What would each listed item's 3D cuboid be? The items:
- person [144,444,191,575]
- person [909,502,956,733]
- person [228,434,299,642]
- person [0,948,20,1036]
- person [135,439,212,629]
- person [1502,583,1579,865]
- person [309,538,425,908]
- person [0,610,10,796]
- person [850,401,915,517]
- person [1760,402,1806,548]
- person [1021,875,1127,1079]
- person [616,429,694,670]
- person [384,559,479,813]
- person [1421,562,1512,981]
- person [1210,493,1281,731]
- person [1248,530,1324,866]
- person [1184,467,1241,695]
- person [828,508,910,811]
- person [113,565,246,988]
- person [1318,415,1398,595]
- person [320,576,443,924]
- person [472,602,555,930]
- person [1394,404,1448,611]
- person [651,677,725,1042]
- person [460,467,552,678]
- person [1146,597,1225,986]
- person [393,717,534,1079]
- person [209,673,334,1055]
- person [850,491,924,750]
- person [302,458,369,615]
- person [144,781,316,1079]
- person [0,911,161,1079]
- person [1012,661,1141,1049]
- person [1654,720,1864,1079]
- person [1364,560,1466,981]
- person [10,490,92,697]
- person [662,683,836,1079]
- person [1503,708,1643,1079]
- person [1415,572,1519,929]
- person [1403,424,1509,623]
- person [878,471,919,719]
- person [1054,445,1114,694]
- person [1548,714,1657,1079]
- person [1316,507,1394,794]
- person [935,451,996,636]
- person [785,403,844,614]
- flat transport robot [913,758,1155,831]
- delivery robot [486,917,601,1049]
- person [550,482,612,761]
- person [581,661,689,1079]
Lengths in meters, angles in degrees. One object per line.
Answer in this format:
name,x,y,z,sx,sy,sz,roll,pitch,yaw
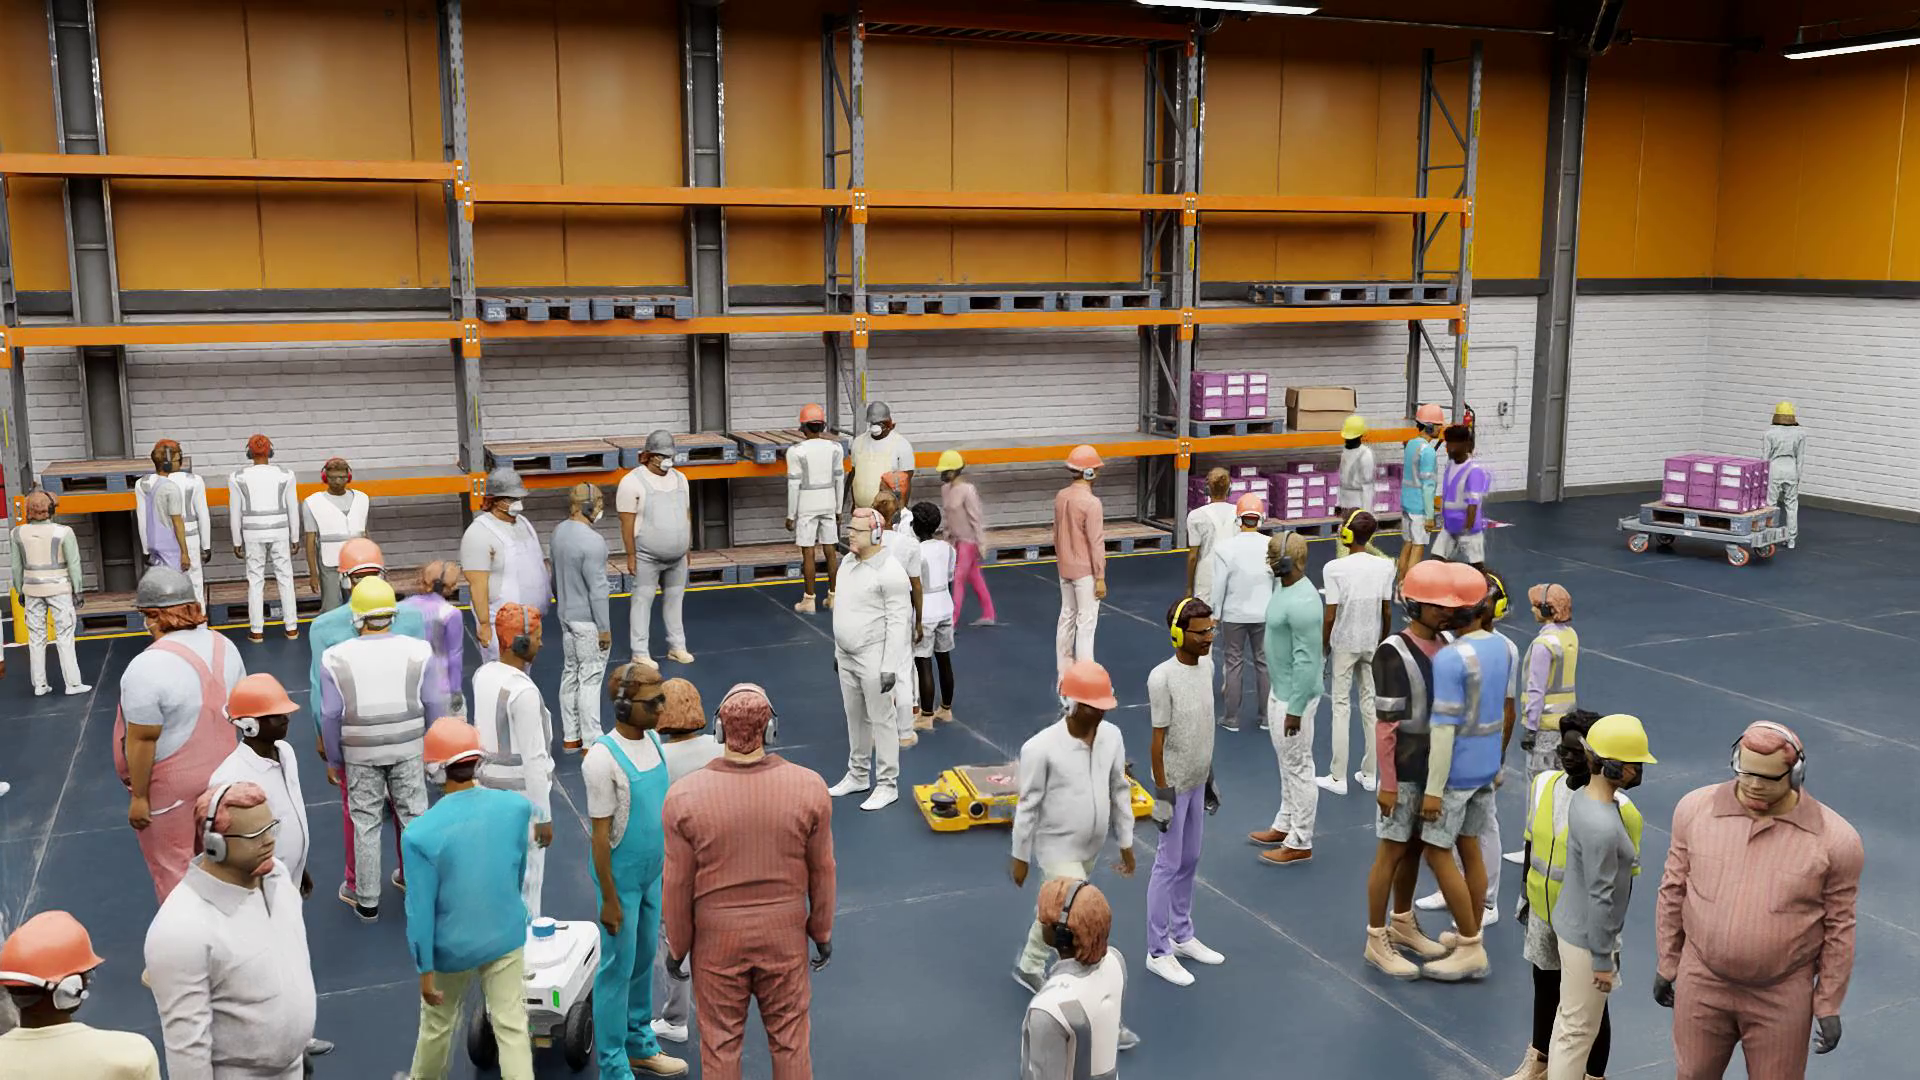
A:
person,-6.882,0.085,14.485,0.517,1.843,0.326,7,12,36
person,-0.233,0.562,12.161,0.322,1.697,0.534,8,13,38
person,-6.252,-0.015,14.991,0.573,1.876,0.355,-5,11,-24
person,-4.046,1.589,6.570,0.515,1.580,0.903,-1,10,-3
person,-6.861,0.052,14.562,0.574,1.886,0.356,-3,10,-19
person,3.368,1.053,9.532,0.317,1.631,0.524,8,12,38
person,-3.168,0.974,8.954,0.613,1.987,0.406,-7,12,-33
person,-6.380,0.738,10.514,0.596,1.916,0.373,-4,11,-22
person,-0.823,-0.400,16.719,0.683,2.000,0.537,5,11,25
person,9.741,-0.771,19.749,0.483,1.735,0.342,1,10,6
person,0.346,1.817,5.089,0.308,1.645,0.514,5,11,28
person,-2.517,0.068,14.021,0.681,2.000,0.535,-9,13,-42
person,-3.358,0.906,10.483,0.539,1.598,0.814,6,11,29
person,2.418,1.112,8.043,0.461,2.033,0.667,9,13,43
person,2.103,0.525,12.215,0.572,1.749,0.343,-1,10,-8
person,1.891,0.900,9.532,0.377,1.937,0.629,0,10,3
person,1.996,0.349,12.965,0.506,1.846,0.345,-2,10,-11
person,-0.604,0.740,10.525,0.410,1.913,0.643,-8,13,-39
person,-3.785,1.109,8.026,0.535,2.000,0.686,3,10,15
person,4.092,-0.353,16.913,0.777,1.873,0.646,0,10,-2
person,-3.019,1.092,8.716,0.601,1.832,0.404,-4,11,-22
person,-2.078,1.220,7.822,0.339,1.885,0.584,-8,13,-38
person,4.533,-0.319,16.294,0.417,2.034,0.604,-1,10,-4
person,-1.235,1.416,7.427,0.278,1.633,0.507,10,14,44
person,-3.098,0.496,11.555,0.537,2.000,0.689,3,10,17
person,1.098,1.191,8.046,0.328,1.872,0.514,7,12,37
person,-1.963,1.528,6.549,0.573,1.709,0.871,-9,13,-41
person,-2.911,1.422,7.035,0.318,1.756,0.562,0,10,1
person,-0.513,0.569,11.697,0.513,1.845,0.336,1,10,3
person,-5.081,0.236,13.632,0.380,1.837,0.570,8,13,38
person,-2.200,1.670,5.178,0.399,1.908,0.643,1,10,6
person,-2.427,1.862,4.529,0.564,1.745,0.344,-3,10,-15
person,0.533,1.366,7.539,0.567,1.691,0.920,-8,13,-40
person,2.761,1.558,5.842,0.639,1.902,0.407,7,12,35
person,2.234,1.098,8.080,0.395,2.042,0.611,10,14,44
person,-7.177,0.427,13.105,0.520,1.639,0.312,0,10,-2
person,-0.796,1.477,6.288,0.654,1.906,0.408,-2,10,-14
person,2.470,1.506,6.718,0.320,1.700,0.532,-6,11,-30
person,2.659,1.083,8.653,0.328,1.877,0.512,-4,10,-20
person,4.753,-0.145,15.660,1.026,1.908,0.616,-3,10,-15
person,-0.475,0.414,12.478,0.343,1.882,0.586,-3,10,-17
person,0.964,0.243,13.139,0.374,1.997,0.613,-6,11,-29
person,2.463,1.529,6.428,0.338,1.761,0.525,3,10,16
person,2.546,0.713,10.781,0.530,1.876,0.323,-3,10,-16
person,0.032,0.019,15.287,0.768,1.707,0.541,-5,11,-27
person,-1.415,-0.300,16.132,0.605,2.045,0.379,-6,11,-31
flat transport robot,0.468,1.576,10.427,1.431,0.197,0.652,-2,10,-12
delivery robot,-1.838,1.918,7.372,0.477,0.478,0.707,0,10,2
person,-2.593,0.559,11.500,0.355,1.932,0.637,-8,13,-39
person,-1.346,1.406,6.877,0.344,1.846,0.507,3,10,17
